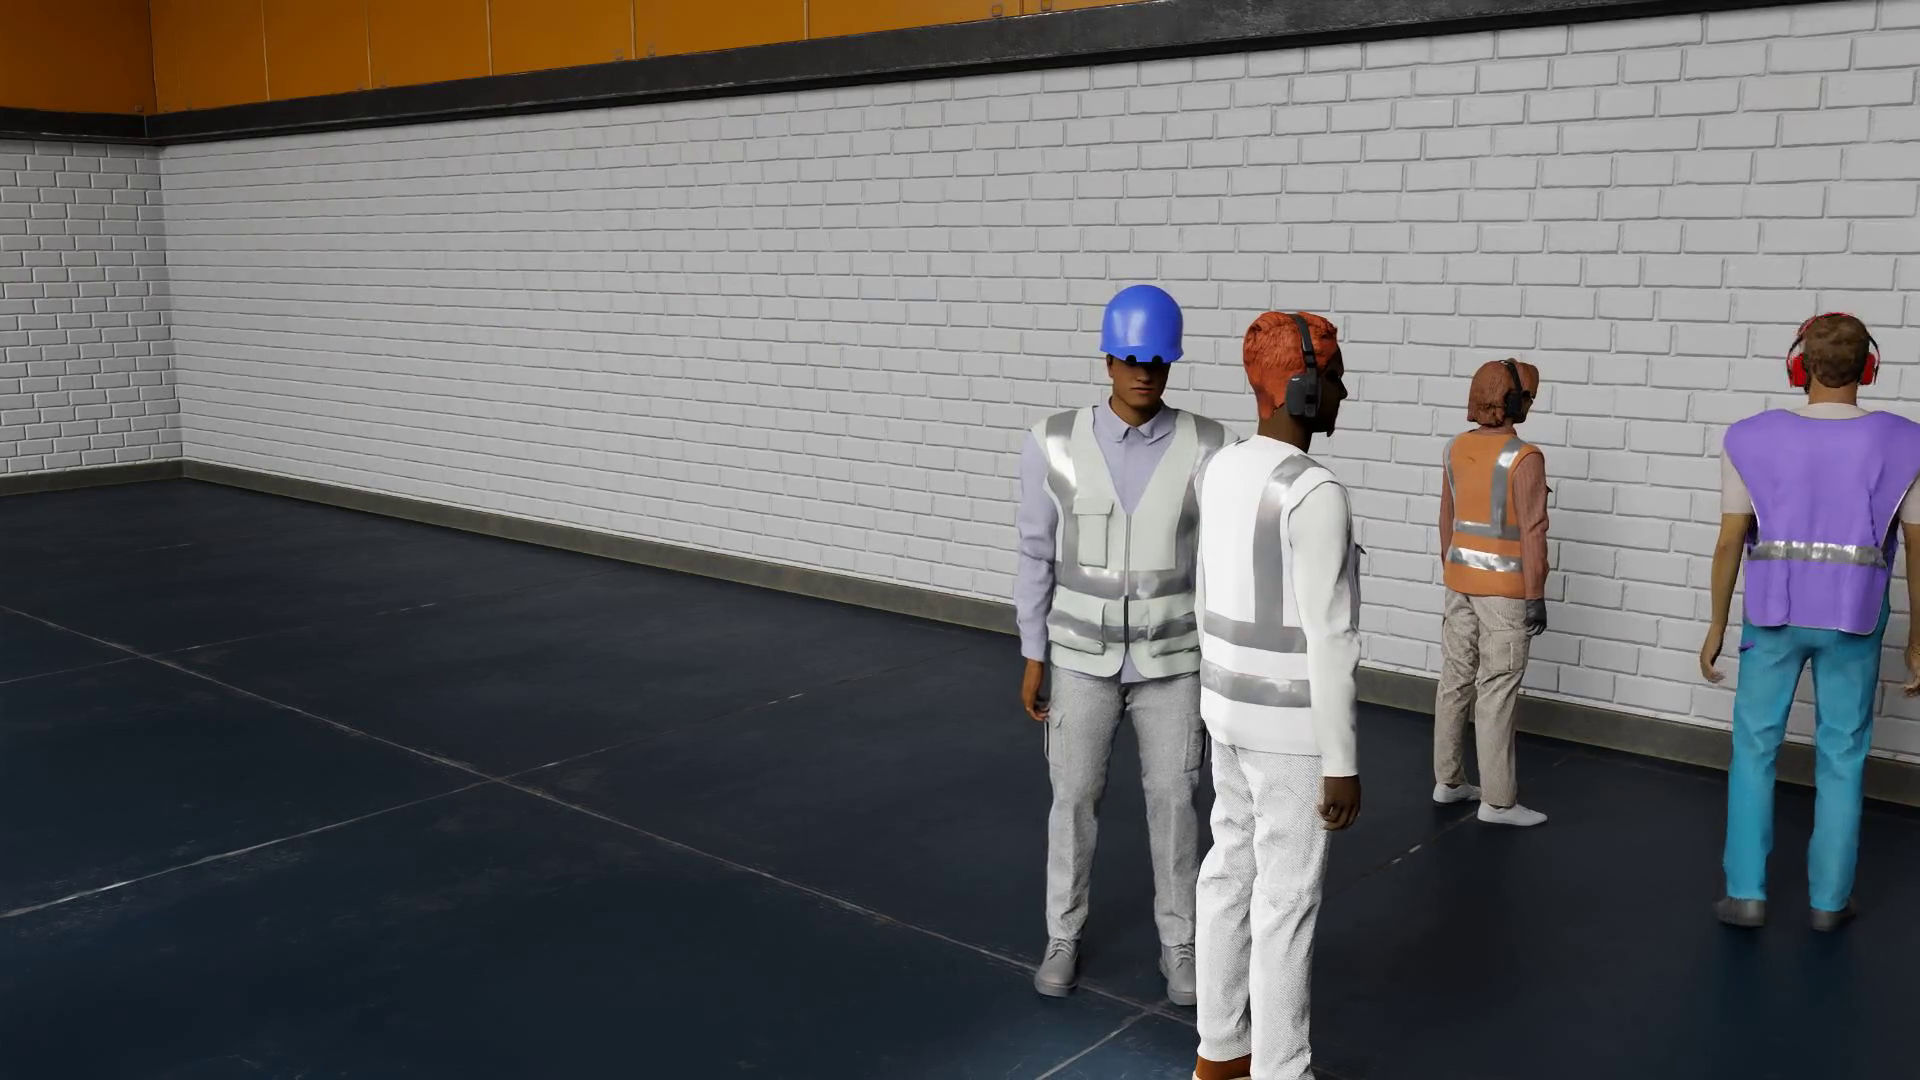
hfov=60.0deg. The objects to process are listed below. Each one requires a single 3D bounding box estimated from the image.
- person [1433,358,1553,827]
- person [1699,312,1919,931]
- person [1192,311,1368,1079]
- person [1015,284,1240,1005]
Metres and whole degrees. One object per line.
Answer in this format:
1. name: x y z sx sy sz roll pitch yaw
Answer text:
1. person: 1.875 0.184 5.872 0.310 1.642 0.514 -4 11 -21
2. person: 2.522 0.266 4.869 0.641 1.835 0.493 5 11 25
3. person: 0.730 0.429 3.791 0.355 1.882 0.575 -4 11 -20
4. person: 0.453 0.301 4.398 0.620 1.934 0.438 1 10 8
